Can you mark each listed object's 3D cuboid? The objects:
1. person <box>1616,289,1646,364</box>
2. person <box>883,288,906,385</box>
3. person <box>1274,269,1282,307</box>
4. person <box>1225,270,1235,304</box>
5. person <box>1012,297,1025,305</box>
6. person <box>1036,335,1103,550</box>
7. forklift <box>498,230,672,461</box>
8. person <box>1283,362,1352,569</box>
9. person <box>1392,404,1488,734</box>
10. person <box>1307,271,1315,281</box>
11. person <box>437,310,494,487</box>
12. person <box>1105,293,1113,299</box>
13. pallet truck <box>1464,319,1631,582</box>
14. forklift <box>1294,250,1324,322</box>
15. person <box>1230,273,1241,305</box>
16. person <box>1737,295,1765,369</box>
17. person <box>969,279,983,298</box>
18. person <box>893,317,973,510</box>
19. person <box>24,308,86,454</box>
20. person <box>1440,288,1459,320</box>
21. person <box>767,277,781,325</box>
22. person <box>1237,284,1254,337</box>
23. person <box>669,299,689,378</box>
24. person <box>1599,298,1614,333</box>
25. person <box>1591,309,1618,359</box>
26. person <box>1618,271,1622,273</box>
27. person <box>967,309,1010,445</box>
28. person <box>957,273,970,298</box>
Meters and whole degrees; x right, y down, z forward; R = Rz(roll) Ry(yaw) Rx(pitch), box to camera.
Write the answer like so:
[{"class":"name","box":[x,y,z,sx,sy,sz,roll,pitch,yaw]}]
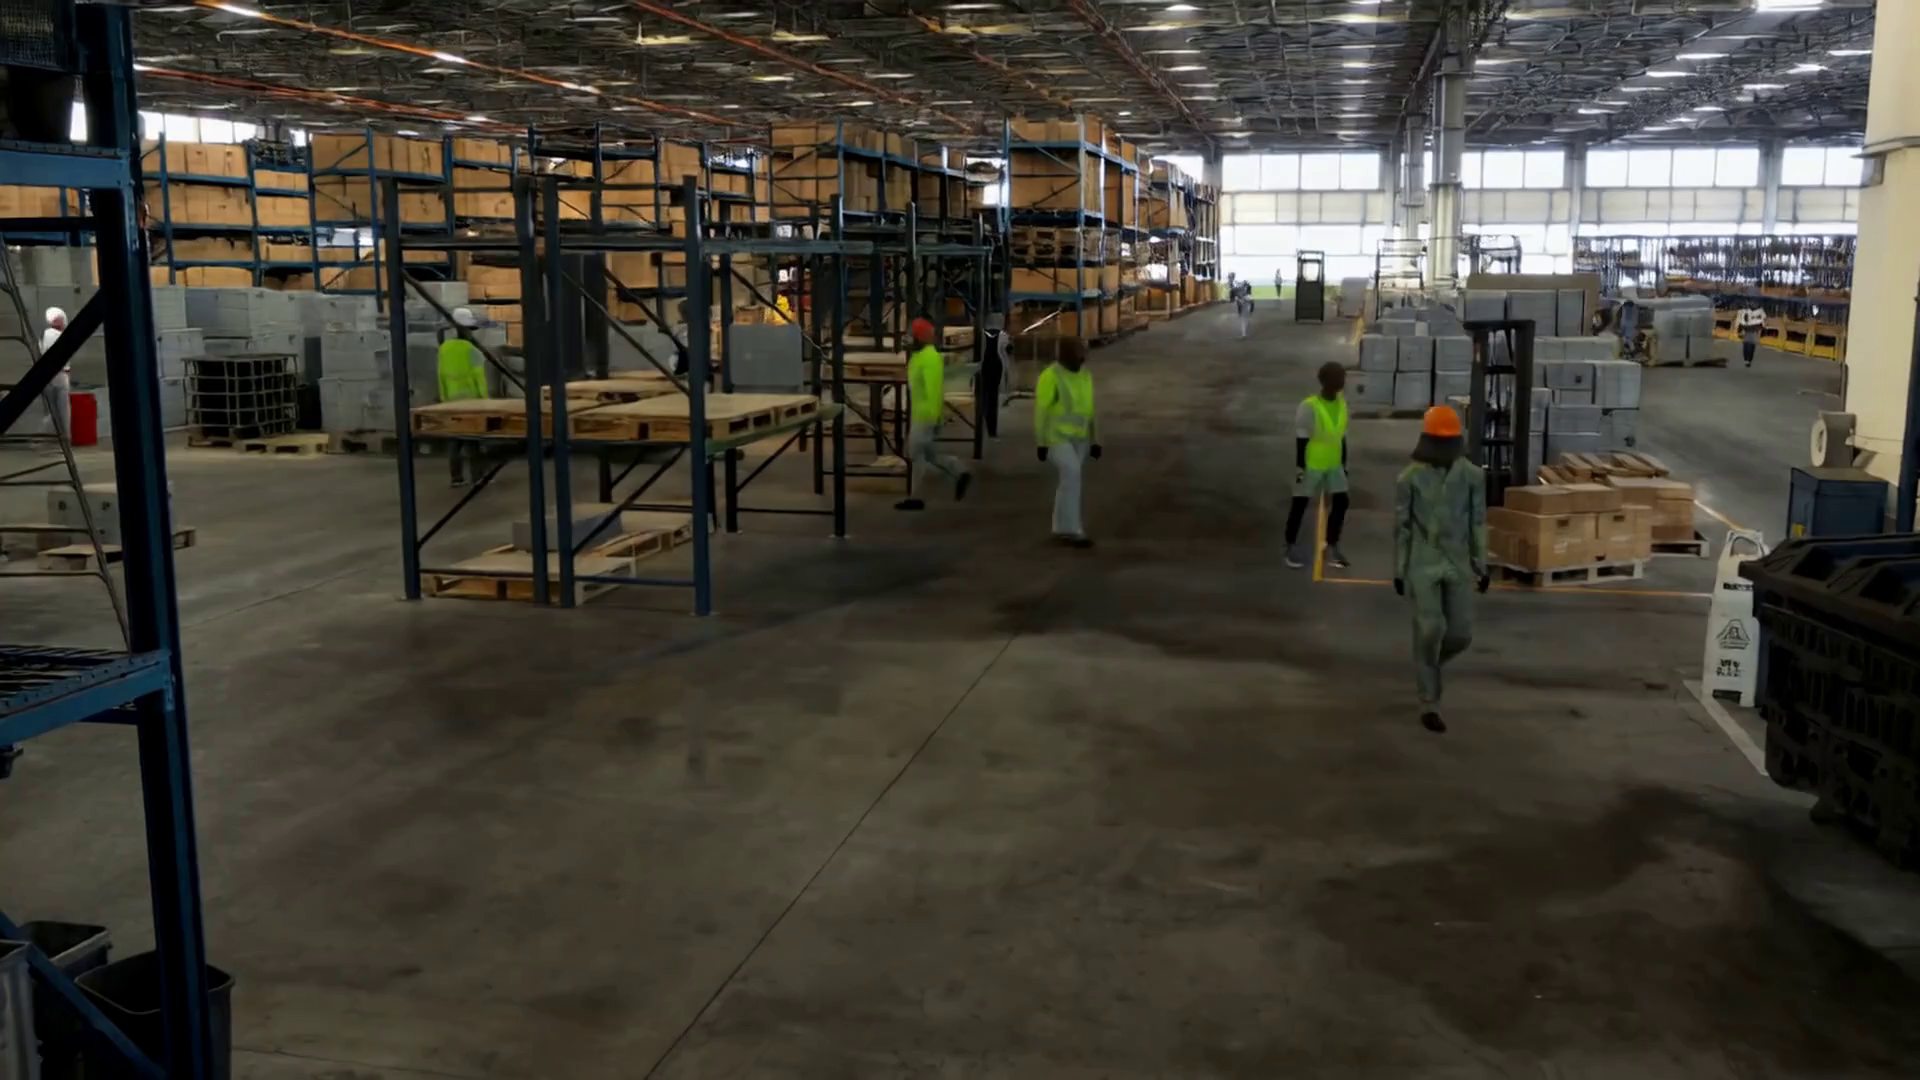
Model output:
[{"class":"person","box":[15.097,-4.743,37.481,0.633,1.802,0.599,7,12,34]},{"class":"person","box":[-1.232,-4.057,32.935,0.604,1.965,0.367,4,10,24]},{"class":"person","box":[16.657,-13.217,87.137,0.414,1.985,0.611,1,10,4]},{"class":"person","box":[14.889,-13.942,91.705,0.645,1.884,0.797,-9,13,-42]},{"class":"person","box":[2.009,-8.165,57.666,0.429,1.836,0.614,9,13,42]},{"class":"person","box":[1.033,-0.824,14.211,0.756,1.819,0.654,9,13,43]},{"class":"forklift","box":[-4.660,-2.433,20.613,1.873,2.768,1.129,2,10,12]},{"class":"person","box":[2.913,-0.592,13.304,0.632,1.649,0.709,-6,11,-31]},{"class":"person","box":[2.531,0.127,8.847,0.505,1.726,0.563,0,10,-3]},{"class":"person","box":[19.763,-14.263,93.787,0.448,1.824,0.647,-2,10,-14]},{"class":"person","box":[-5.397,-1.543,18.164,0.593,1.925,0.384,3,10,17]},{"class":"person","box":[6.175,-10.102,69.765,0.507,1.612,0.591,3,10,18]},{"class":"pallet truck","box":[4.543,-0.757,13.299,0.823,1.965,1.885,-4,10,-22]},{"class":"forklift","box":[13.778,-10.002,65.433,1.129,2.768,1.873,2,10,12]},{"class":"person","box":[14.860,-13.531,89.719,0.543,1.726,0.868,1,10,8]},{"class":"person","box":[17.755,-4.652,37.293,0.553,1.665,0.715,2,10,11]},{"class":"person","box":[0.717,-10.939,73.899,0.660,1.889,0.990,2,10,13]},{"class":"person","box":[-0.261,-1.255,16.475,0.763,1.920,0.646,-2,10,-13]},{"class":"person","box":[-11.520,-2.001,21.072,0.580,1.856,0.632,-5,11,-30]},{"class":"person","box":[9.577,-4.023,32.875,0.622,1.921,0.550,9,13,41]},{"class":"person","box":[-6.122,-7.573,53.954,0.606,1.907,0.656,-4,10,-23]},{"class":"person","box":[9.045,-7.236,52.567,0.548,1.676,0.583,-3,10,-18]},{"class":"person","box":[-3.850,-2.380,23.147,0.394,1.919,0.590,-2,10,-12]},{"class":"person","box":[11.802,-3.530,30.413,0.329,1.765,0.525,4,10,23]},{"class":"person","box":[8.278,-2.038,21.319,0.548,1.847,0.504,-8,13,-41]},{"class":"person","box":[35.788,-13.657,90.132,0.564,1.846,0.394,-5,11,-28]},{"class":"person","box":[0.364,-2.205,22.452,0.517,1.795,0.957,-3,10,-18]},{"class":"person","box":[0.124,-10.745,72.751,0.550,1.886,0.977,4,10,20]}]
